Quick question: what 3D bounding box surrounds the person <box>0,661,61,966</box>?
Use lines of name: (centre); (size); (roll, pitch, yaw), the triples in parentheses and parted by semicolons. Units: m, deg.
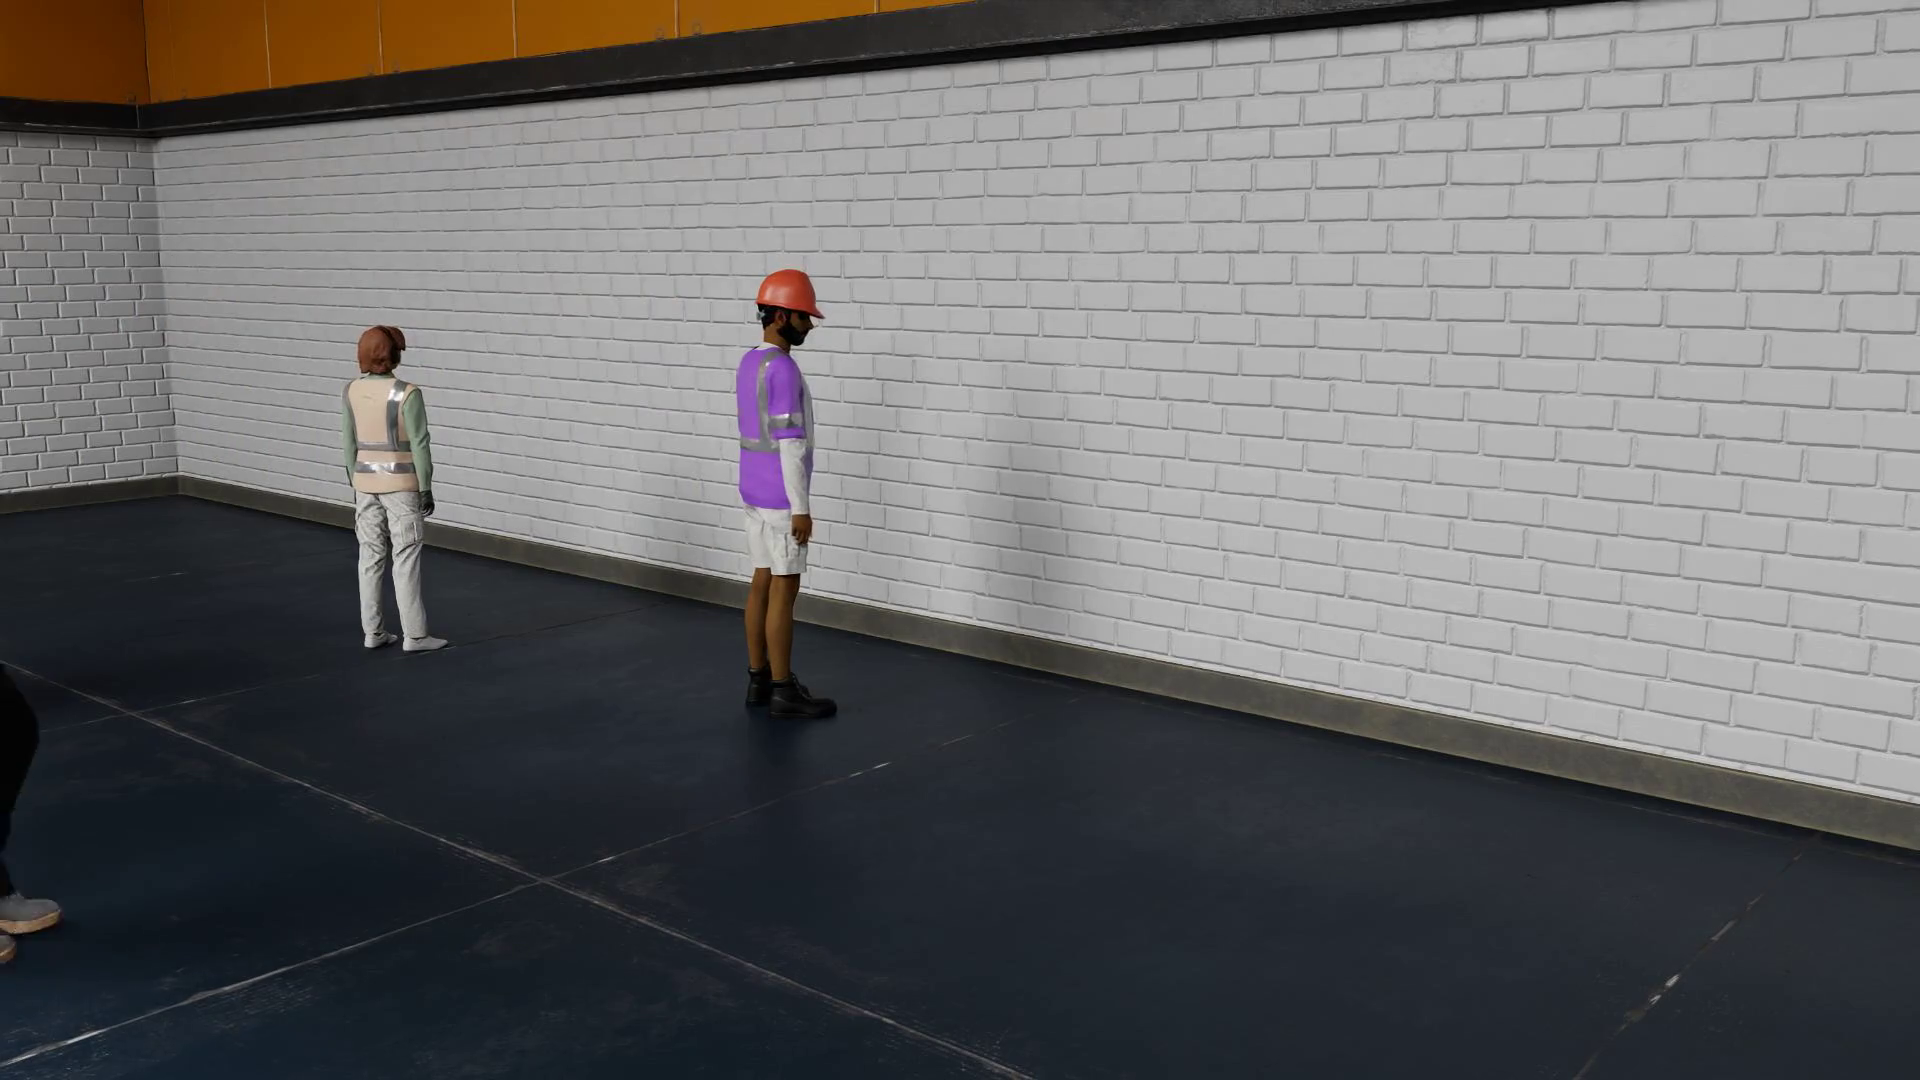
person: (-2.770, 0.238, 4.615); (0.622, 1.970, 0.649); (-7, 12, -36)

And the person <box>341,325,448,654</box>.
person: (-2.848, -0.246, 8.311); (0.517, 1.645, 0.308); (4, 11, 22)

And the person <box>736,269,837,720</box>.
person: (-0.761, -0.193, 7.195); (0.374, 1.930, 0.542); (-5, 11, -26)
